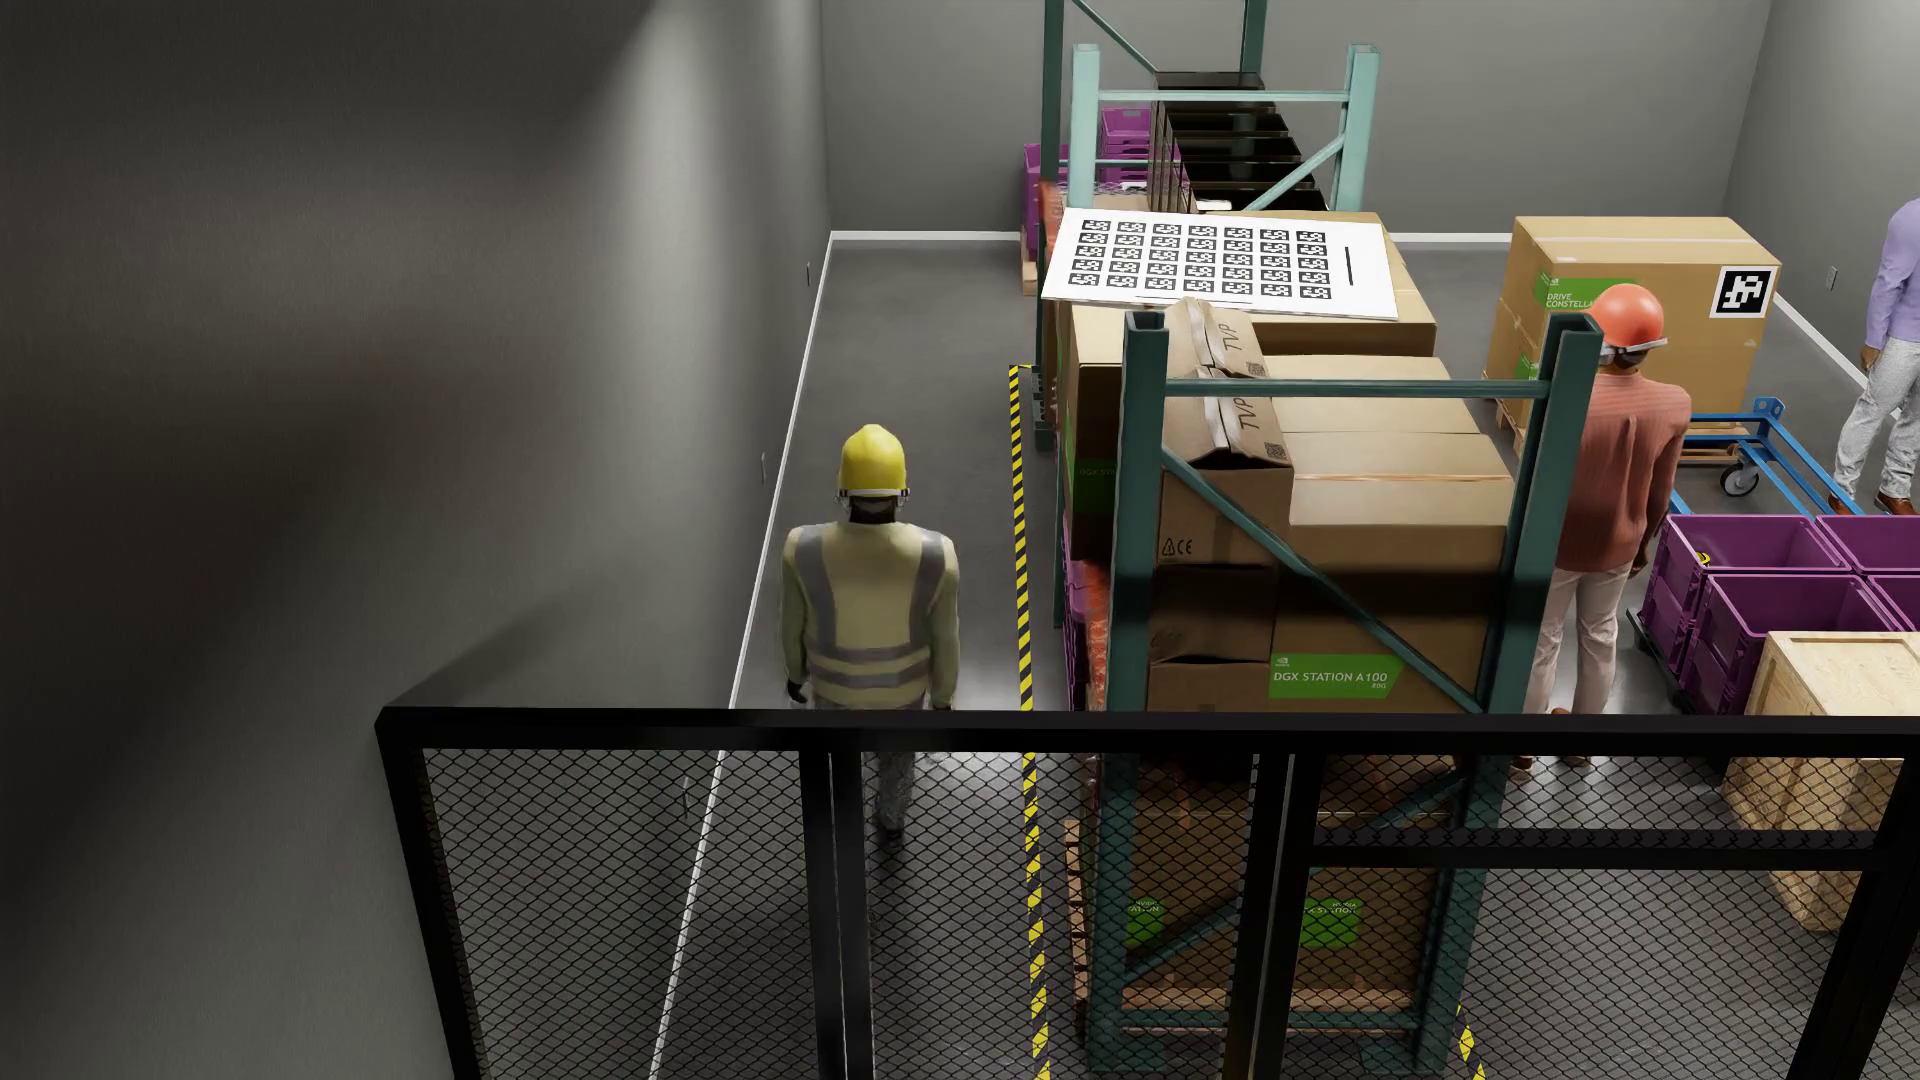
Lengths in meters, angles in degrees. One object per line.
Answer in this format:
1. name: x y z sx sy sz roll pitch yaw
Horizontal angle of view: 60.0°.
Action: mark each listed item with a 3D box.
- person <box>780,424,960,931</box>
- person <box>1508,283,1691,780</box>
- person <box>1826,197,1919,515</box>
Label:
1. person: -0.296 0.468 5.569 0.592 1.809 0.829 -4 31 -6
2. person: 2.299 -0.002 6.162 0.622 1.995 0.382 -7 32 -12
3. person: 4.533 -0.944 7.784 0.629 1.940 0.373 -1 31 -2
